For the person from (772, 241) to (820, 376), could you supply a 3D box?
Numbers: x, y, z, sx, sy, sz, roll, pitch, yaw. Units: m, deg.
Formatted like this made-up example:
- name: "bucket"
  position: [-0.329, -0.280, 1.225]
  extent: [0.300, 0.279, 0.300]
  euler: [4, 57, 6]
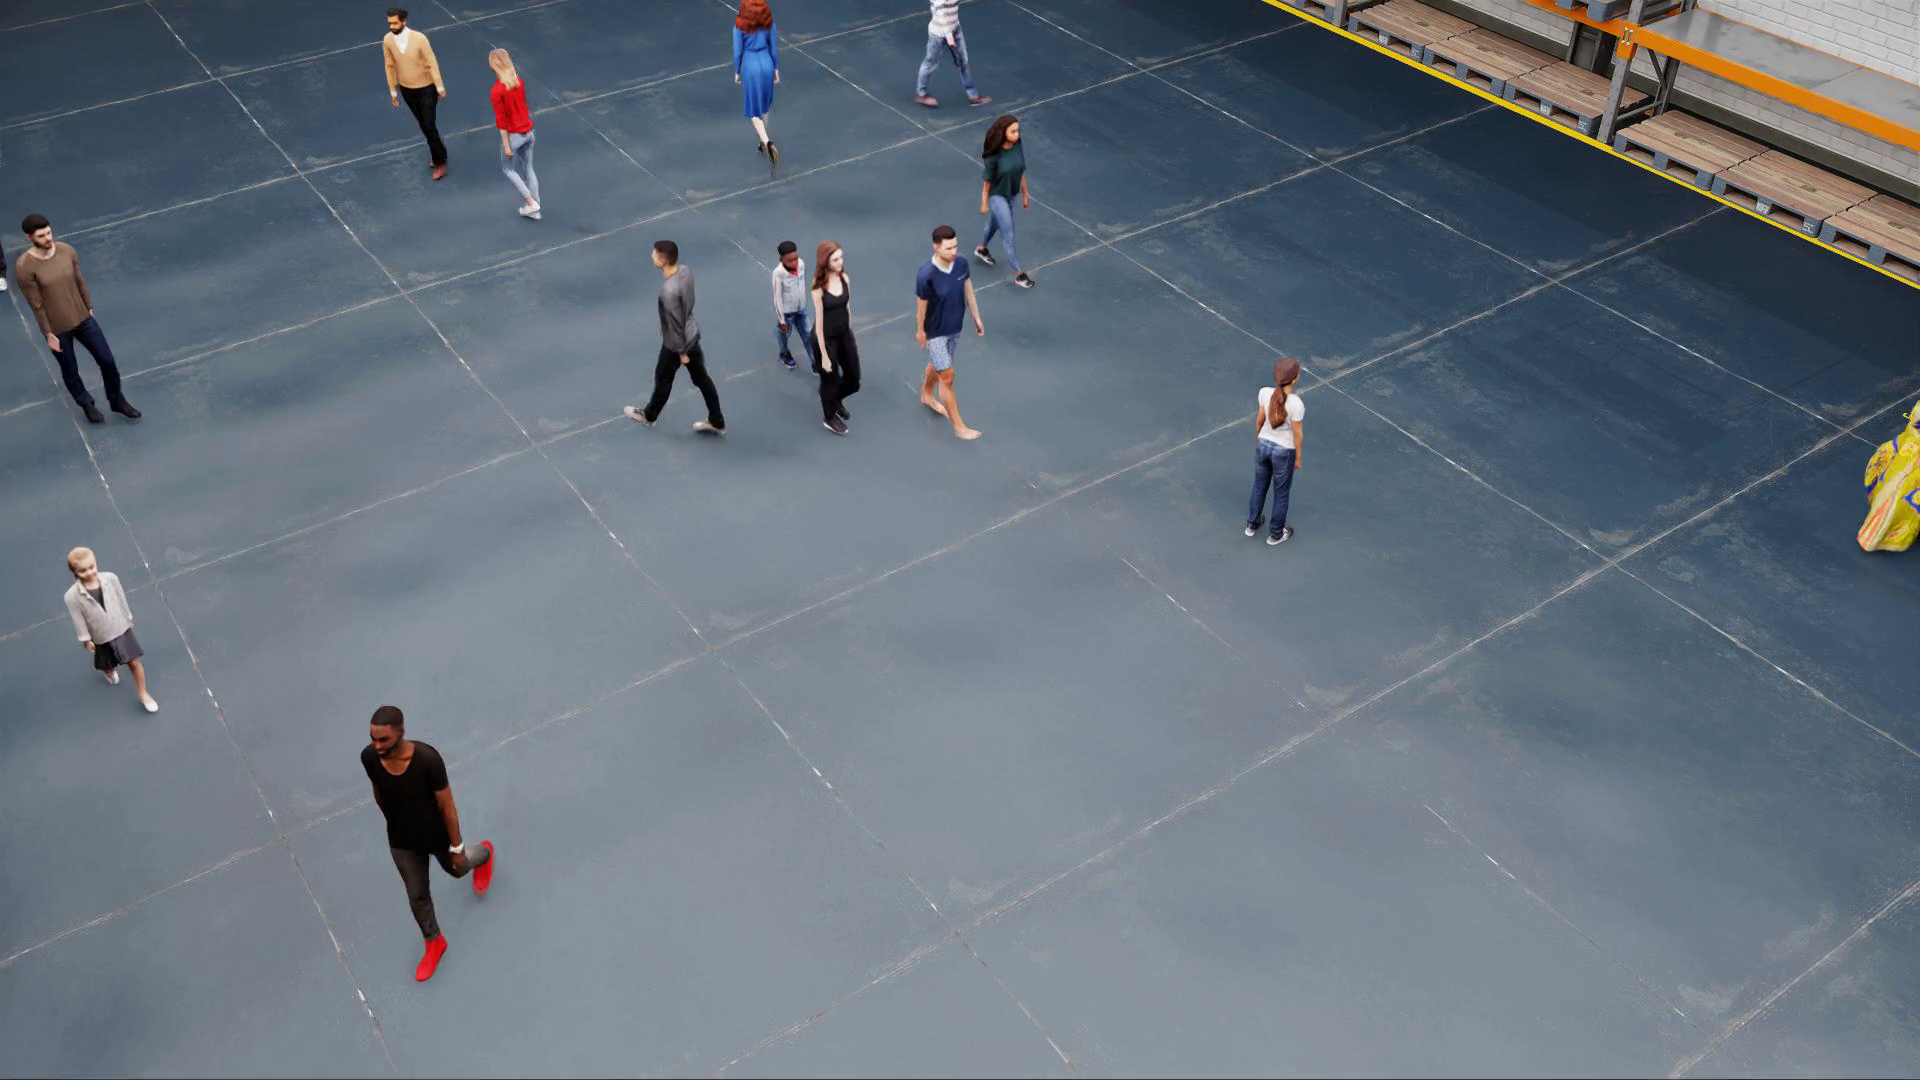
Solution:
- name: "person"
  position: [-1.464, -1.999, 14.114]
  extent: [0.487, 1.231, 0.818]
  euler: [-25, 45, -28]

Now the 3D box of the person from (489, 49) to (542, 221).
- name: "person"
  position: [-4.234, -3.876, 16.103]
  extent: [0.759, 1.682, 0.751]
  euler: [17, 42, 20]

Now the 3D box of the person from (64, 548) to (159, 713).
- name: "person"
  position: [-5.601, 0.561, 10.881]
  extent: [0.553, 1.264, 0.772]
  euler: [-30, 47, -32]

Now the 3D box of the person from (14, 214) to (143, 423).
- name: "person"
  position: [-7.212, -1.776, 13.322]
  extent: [0.831, 1.871, 0.768]
  euler: [28, 46, 30]

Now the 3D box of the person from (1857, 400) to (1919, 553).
- name: "person"
  position: [7.027, -0.576, 12.001]
  extent: [1.027, 1.644, 0.916]
  euler: [21, 43, 24]

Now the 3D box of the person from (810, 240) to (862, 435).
- name: "person"
  position: [-1.091, -1.628, 13.247]
  extent: [0.717, 1.732, 0.639]
  euler: [30, 48, 32]

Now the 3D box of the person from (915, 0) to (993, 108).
- name: "person"
  position: [-0.257, -5.584, 18.140]
  extent: [1.227, 1.808, 0.965]
  euler: [21, 43, 25]

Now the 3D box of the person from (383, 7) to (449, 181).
- name: "person"
  position: [-5.501, -4.645, 17.028]
  extent: [0.928, 1.729, 0.978]
  euler: [7, 39, 9]

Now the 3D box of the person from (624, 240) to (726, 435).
- name: "person"
  position: [-2.126, -1.564, 13.177]
  extent: [1.146, 1.720, 1.032]
  euler: [10, 40, 12]

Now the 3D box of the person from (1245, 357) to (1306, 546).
- name: "person"
  position: [2.320, -0.665, 12.177]
  extent: [0.531, 1.563, 0.646]
  euler: [28, 46, 31]

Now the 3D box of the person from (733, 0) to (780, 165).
- name: "person"
  position: [-2.056, -4.687, 17.020]
  extent: [0.725, 1.805, 1.053]
  euler: [-16, 41, -19]

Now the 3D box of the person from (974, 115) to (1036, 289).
- name: "person"
  position: [0.344, -3.162, 15.302]
  extent: [0.676, 1.565, 1.119]
  euler: [-29, 47, -31]

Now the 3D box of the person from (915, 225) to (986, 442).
- name: "person"
  position: [-0.189, -1.734, 13.327]
  extent: [0.743, 1.798, 1.130]
  euler: [-31, 48, -33]

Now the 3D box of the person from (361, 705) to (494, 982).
- name: "person"
  position: [-2.927, 1.546, 9.233]
  extent: [1.108, 1.782, 1.193]
  euler: [5, 39, 6]
